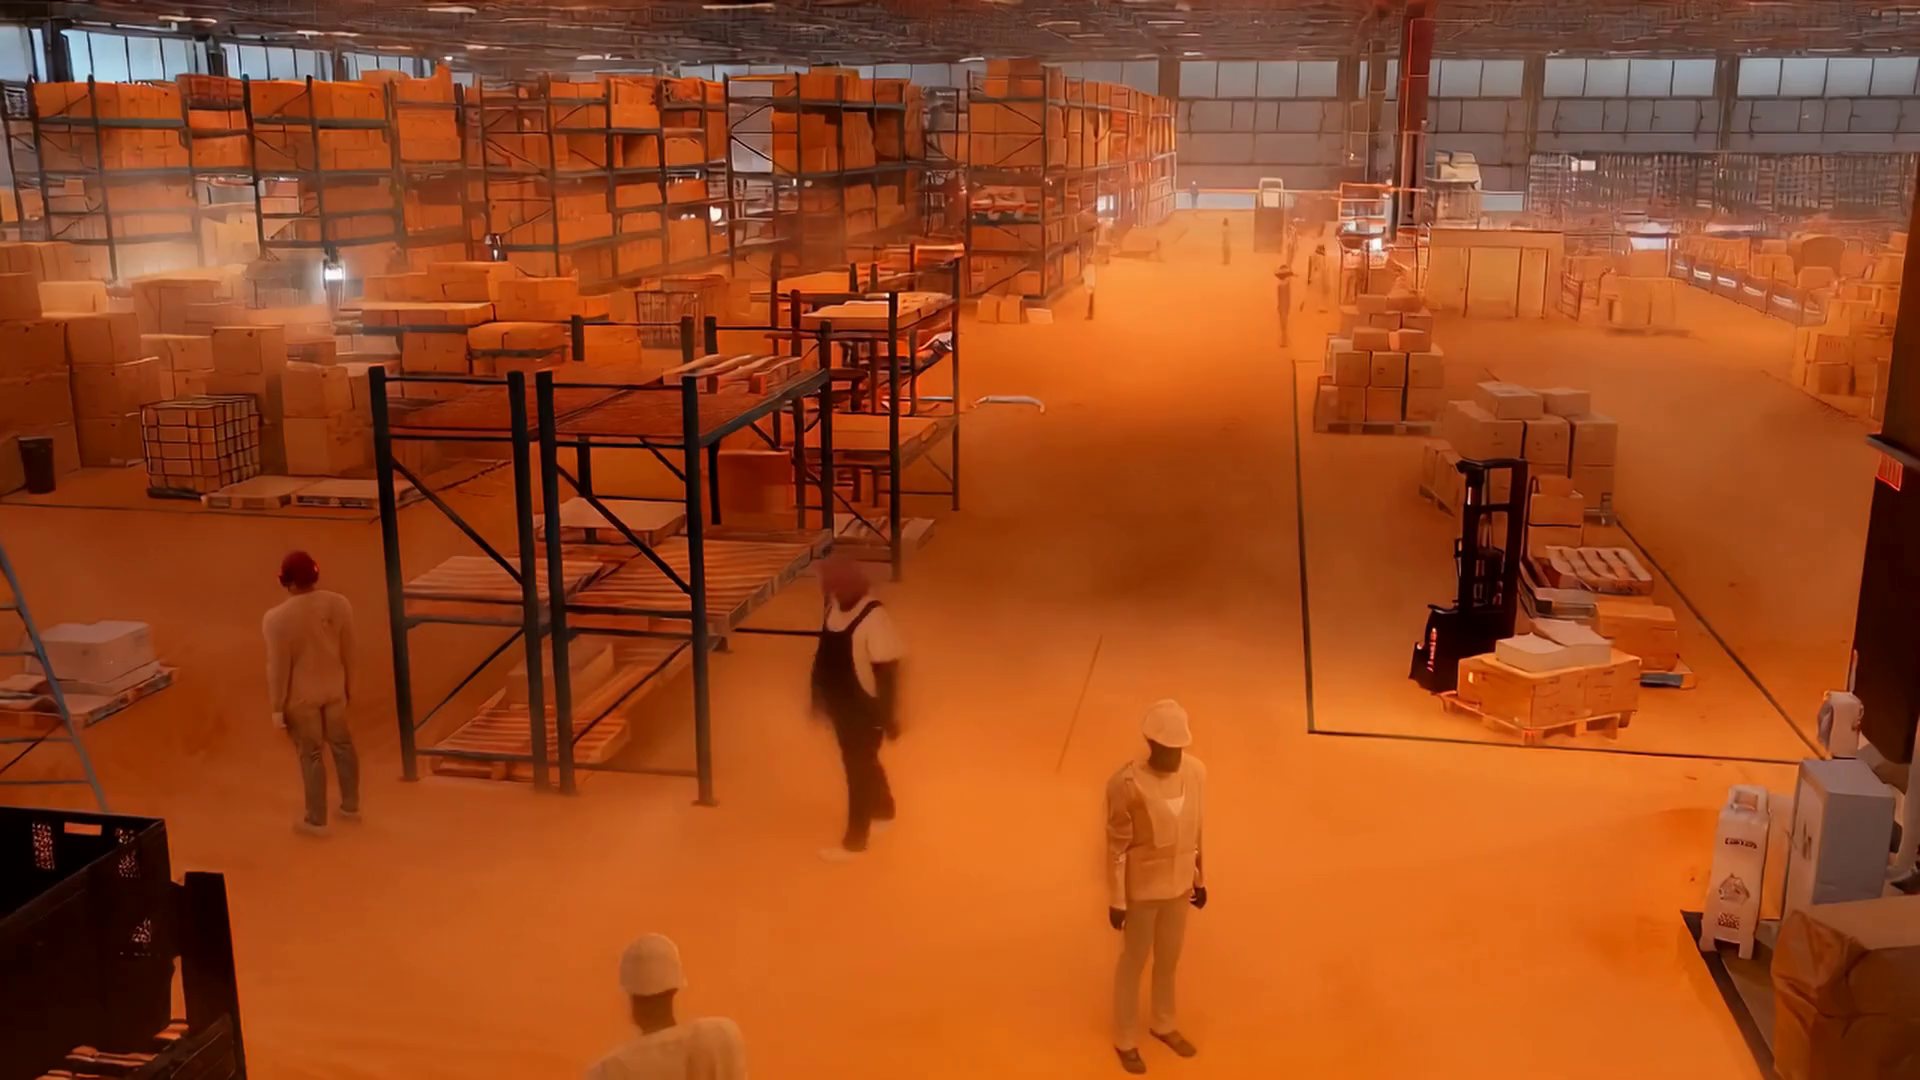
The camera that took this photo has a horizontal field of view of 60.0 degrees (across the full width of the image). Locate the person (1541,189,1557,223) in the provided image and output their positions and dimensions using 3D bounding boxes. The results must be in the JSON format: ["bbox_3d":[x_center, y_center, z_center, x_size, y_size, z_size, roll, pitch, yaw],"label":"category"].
[{"bbox_3d":[29.237,-16.477,82.336,0.892,1.784,0.596,5,15,18],"label":"person"}]

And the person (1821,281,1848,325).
[{"bbox_3d":[16.678,-4.003,31.642,0.895,1.826,0.540,1,14,6],"label":"person"}]

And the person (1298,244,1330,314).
[{"bbox_3d":[9.114,-6.732,42.831,0.626,1.777,0.946,-10,17,-35],"label":"person"}]

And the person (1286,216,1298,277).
[{"bbox_3d":[10.659,-9.418,53.382,0.356,1.937,0.552,8,16,29],"label":"person"}]

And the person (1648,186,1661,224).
[{"bbox_3d":[33.307,-15.951,79.787,0.609,1.996,0.379,-1,14,-4],"label":"person"}]

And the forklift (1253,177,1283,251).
[{"bbox_3d":[12.083,-12.747,64.956,1.129,2.768,1.873,3,14,10],"label":"forklift"}]

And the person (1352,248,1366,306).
[{"bbox_3d":[9.249,-5.809,38.728,0.354,1.939,0.544,6,15,22],"label":"person"}]

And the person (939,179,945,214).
[{"bbox_3d":[-1.023,-19.226,93.149,0.535,1.969,0.611,3,14,11],"label":"person"}]

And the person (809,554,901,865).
[{"bbox_3d":[-0.663,1.015,10.809,0.710,2.000,0.735,-8,16,-30],"label":"person"}]

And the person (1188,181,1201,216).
[{"bbox_3d":[12.885,-18.680,91.086,0.704,1.897,0.390,3,14,11],"label":"person"}]

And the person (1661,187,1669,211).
[{"bbox_3d":[36.267,-17.364,85.845,0.564,1.839,0.396,3,14,12],"label":"person"}]

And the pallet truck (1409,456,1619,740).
[{"bbox_3d":[4.504,0.400,13.395,0.823,1.965,1.885,-6,15,-23],"label":"pallet truck"}]

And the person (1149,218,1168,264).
[{"bbox_3d":[7.017,-10.562,58.711,0.703,1.603,0.521,4,14,17],"label":"person"}]

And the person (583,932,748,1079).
[{"bbox_3d":[-1.098,2.274,5.968,0.620,1.900,0.750,-10,17,-36],"label":"person"}]

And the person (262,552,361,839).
[{"bbox_3d":[-4.275,1.023,10.996,0.378,1.937,0.629,10,17,35],"label":"person"}]

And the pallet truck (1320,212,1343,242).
[{"bbox_3d":[15.874,-13.227,70.310,0.680,1.201,1.601,10,17,35],"label":"pallet truck"}]

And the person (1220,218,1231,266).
[{"bbox_3d":[9.250,-10.356,57.818,0.285,1.633,0.499,10,17,35],"label":"person"}]

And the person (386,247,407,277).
[{"bbox_3d":[-12.966,-5.728,38.279,0.618,1.993,0.396,8,16,29],"label":"person"}]

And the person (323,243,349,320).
[{"bbox_3d":[-15.420,-6.390,41.149,0.587,1.911,0.397,-7,16,-28],"label":"person"}]

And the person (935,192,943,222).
[{"bbox_3d":[-1.099,-17.178,85.102,0.404,1.831,0.600,3,14,10],"label":"person"}]

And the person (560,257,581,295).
[{"bbox_3d":[-9.436,-6.045,40.319,0.524,1.631,0.323,0,14,1],"label":"person"}]

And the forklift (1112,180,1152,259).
[{"bbox_3d":[6.082,-11.722,60.796,1.873,2.768,1.129,2,14,9],"label":"forklift"}]

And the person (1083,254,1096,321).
[{"bbox_3d":[3.191,-6.237,41.076,0.313,1.639,0.518,1,14,3],"label":"person"}]

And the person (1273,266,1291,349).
[{"bbox_3d":[6.958,-5.013,35.852,0.327,1.767,0.533,-2,14,-7],"label":"person"}]

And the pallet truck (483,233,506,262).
[{"bbox_3d":[-11.832,-7.026,43.548,1.885,1.965,0.823,8,16,28],"label":"pallet truck"}]

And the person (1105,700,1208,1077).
[{"bbox_3d":[0.991,1.702,8.255,0.596,1.925,0.372,-8,16,-30],"label":"person"}]

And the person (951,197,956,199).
[{"bbox_3d":[-0.156,-17.480,86.378,0.634,1.819,0.717,2,14,6],"label":"person"}]

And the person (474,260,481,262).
[{"bbox_3d":[-11.148,-5.666,38.678,0.708,1.666,0.530,0,14,2],"label":"person"}]
